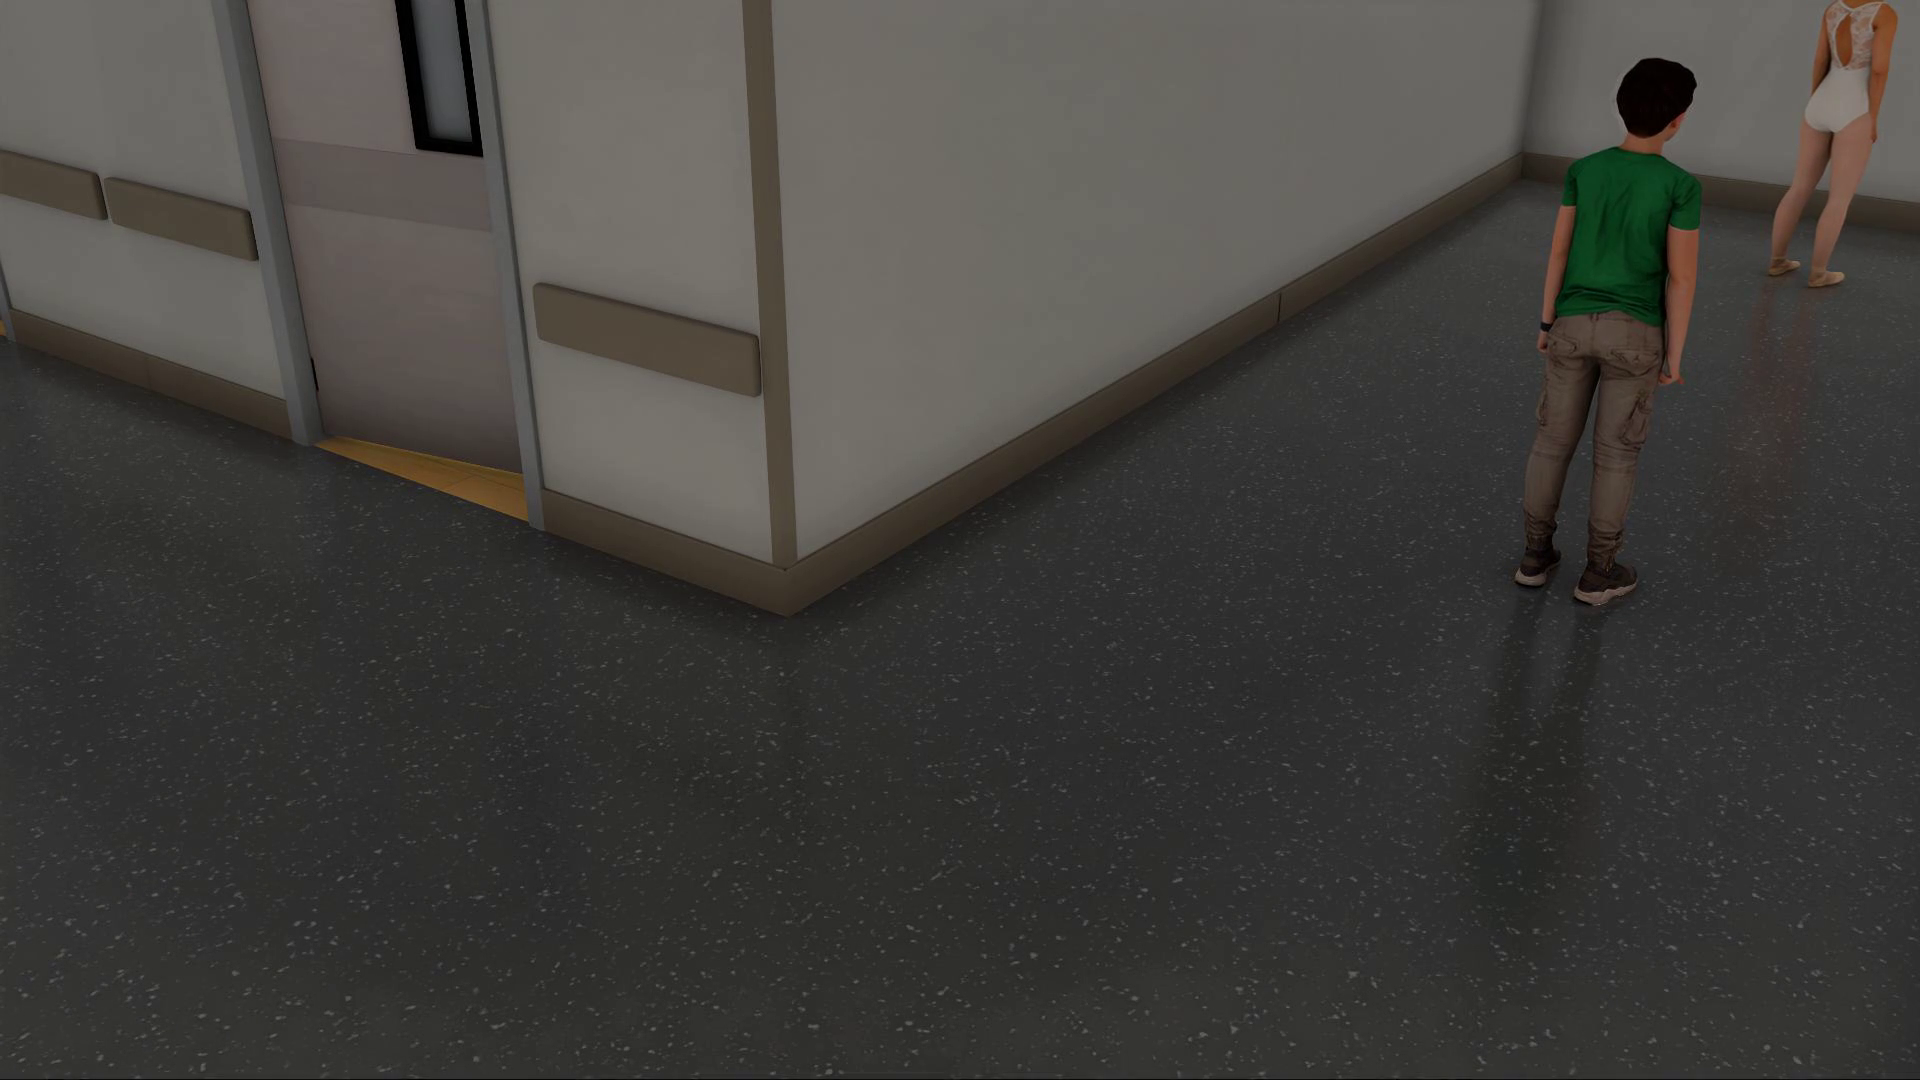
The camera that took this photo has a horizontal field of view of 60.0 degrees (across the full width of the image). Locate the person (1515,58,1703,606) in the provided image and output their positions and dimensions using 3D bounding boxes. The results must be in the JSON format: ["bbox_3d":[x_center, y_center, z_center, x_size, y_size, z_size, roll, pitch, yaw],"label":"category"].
[{"bbox_3d":[1.958,-0.615,5.041,0.607,1.651,0.542,20,32,36],"label":"person"}]

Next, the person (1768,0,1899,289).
[{"bbox_3d":[4.244,-2.050,8.027,0.623,1.643,0.605,-10,28,-21],"label":"person"}]
